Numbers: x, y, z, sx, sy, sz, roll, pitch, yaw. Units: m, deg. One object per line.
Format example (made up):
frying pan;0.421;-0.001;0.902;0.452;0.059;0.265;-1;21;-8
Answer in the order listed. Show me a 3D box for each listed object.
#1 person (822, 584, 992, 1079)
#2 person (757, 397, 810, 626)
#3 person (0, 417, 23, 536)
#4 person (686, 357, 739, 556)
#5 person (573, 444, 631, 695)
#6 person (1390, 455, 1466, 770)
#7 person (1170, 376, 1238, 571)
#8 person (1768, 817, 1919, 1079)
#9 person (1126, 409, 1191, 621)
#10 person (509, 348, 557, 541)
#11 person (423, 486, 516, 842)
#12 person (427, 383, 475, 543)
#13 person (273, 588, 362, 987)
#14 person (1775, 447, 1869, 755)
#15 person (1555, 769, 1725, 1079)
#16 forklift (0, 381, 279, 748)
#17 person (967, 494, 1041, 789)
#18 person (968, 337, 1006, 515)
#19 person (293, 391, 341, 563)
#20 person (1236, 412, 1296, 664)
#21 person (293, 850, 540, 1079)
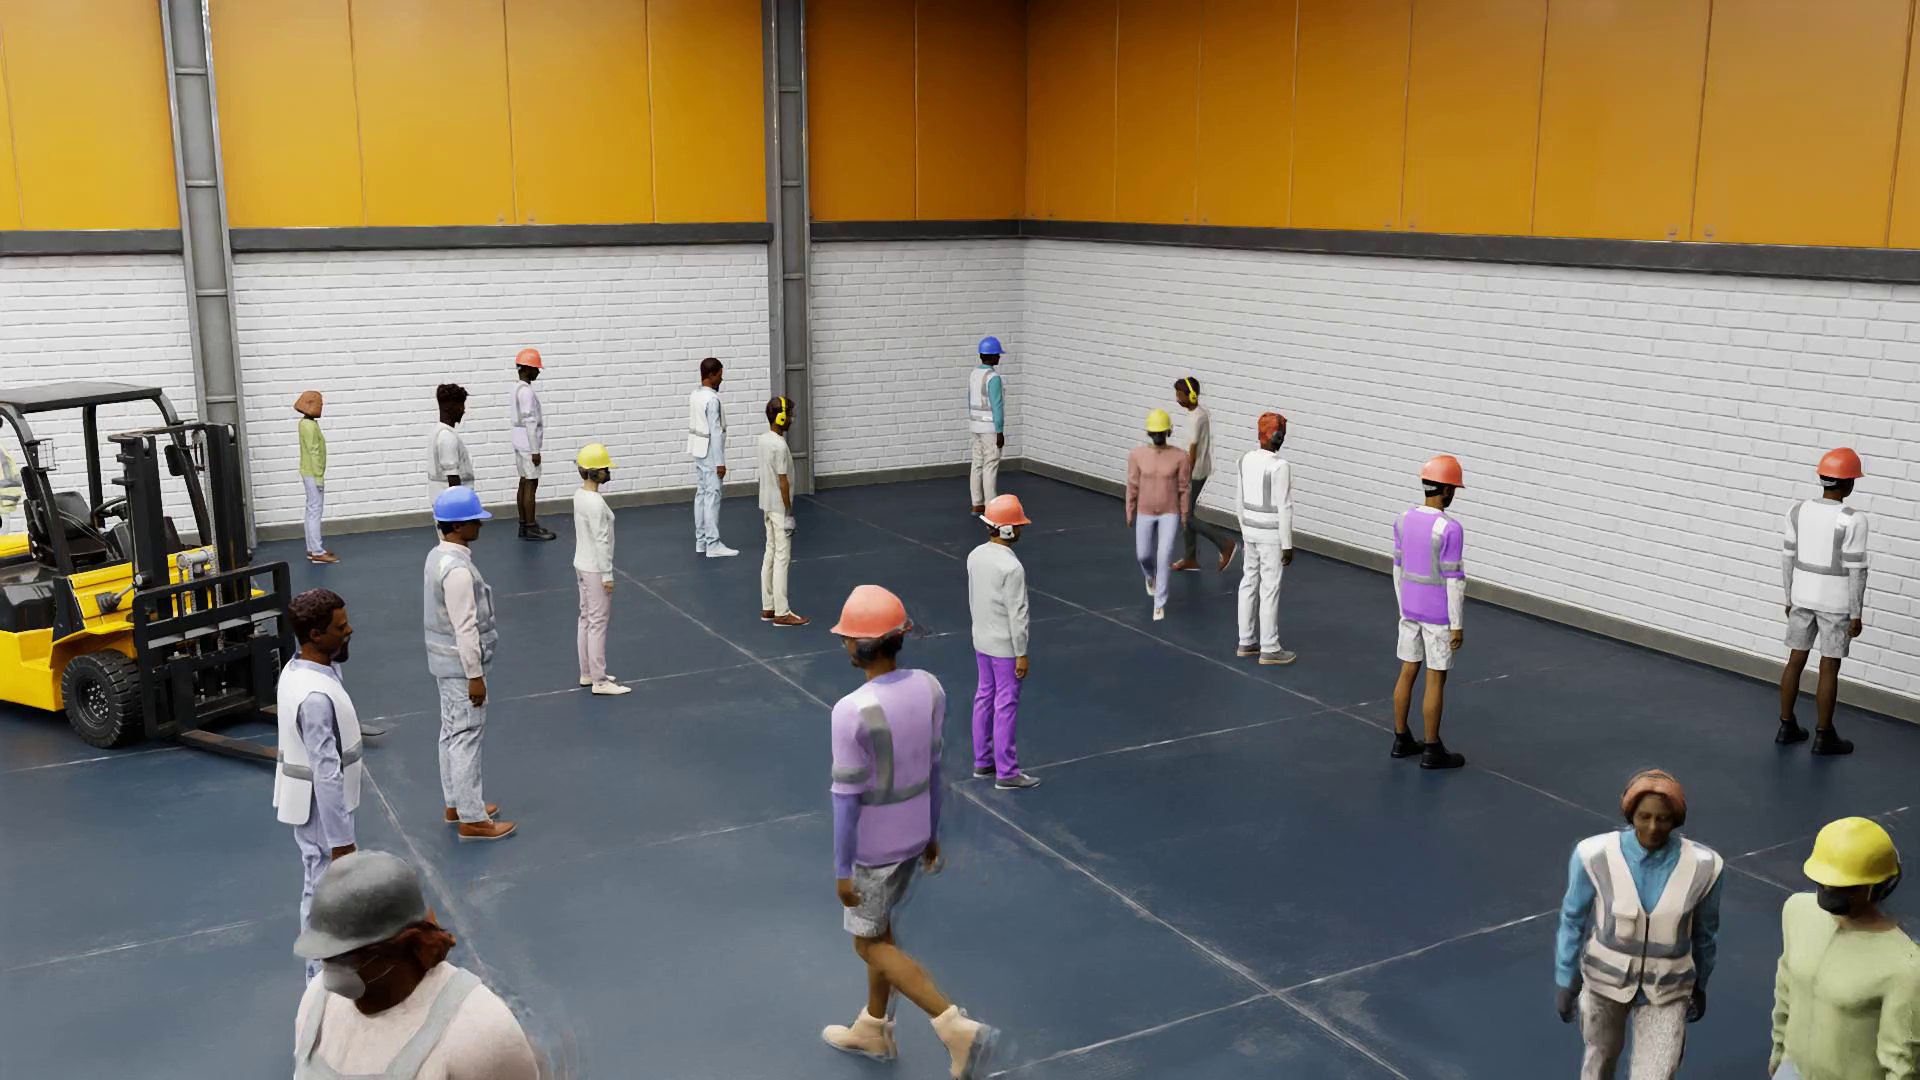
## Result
person;-0.218;1.177;6.523;0.788;2.021;0.605;8;14;33
person;-1.454;-0.233;13.476;0.329;1.865;0.508;-7;14;-28
person;-7.923;-0.260;13.663;0.429;1.840;0.624;-7;14;-28
person;-2.412;-0.798;15.999;0.393;1.915;0.591;-7;14;-28
person;-2.538;0.204;11.656;0.311;1.768;0.522;-7;14;-28
person;2.886;0.437;10.174;0.366;1.931;0.542;-7;14;-28
person;2.210;-0.580;15.152;0.597;1.842;0.584;1;12;5
person;2.526;1.649;4.928;0.799;1.729;0.552;-5;13;-22
person;1.653;-0.247;13.819;0.529;1.742;0.668;3;12;14
person;-4.309;-0.955;16.698;0.366;1.931;0.542;-7;14;-28
person;-2.702;0.668;9.050;0.386;1.948;0.601;-7;14;-28
person;-4.141;-0.307;13.589;0.368;1.960;0.602;-7;14;-28
person;-2.637;1.138;6.915;0.393;1.920;0.591;-7;14;-28
person;5.418;0.380;10.425;0.357;1.938;0.542;-7;14;-28
person;2.362;1.526;5.849;0.525;1.601;0.826;4;13;18
forklift;-5.853;0.085;11.199;2.313;2.155;1.214;7;14;28
person;0.258;0.595;9.849;0.326;1.752;0.559;-7;14;-28
person;0.299;-1.196;17.785;0.386;1.948;0.601;-7;14;-28
person;-6.104;-0.602;15.747;0.289;1.633;0.497;-7;14;-28
person;2.286;-0.017;12.408;0.352;1.886;0.574;-7;14;-28
person;-1.387;1.660;4.179;0.688;2.000;1.077;7;14;31
